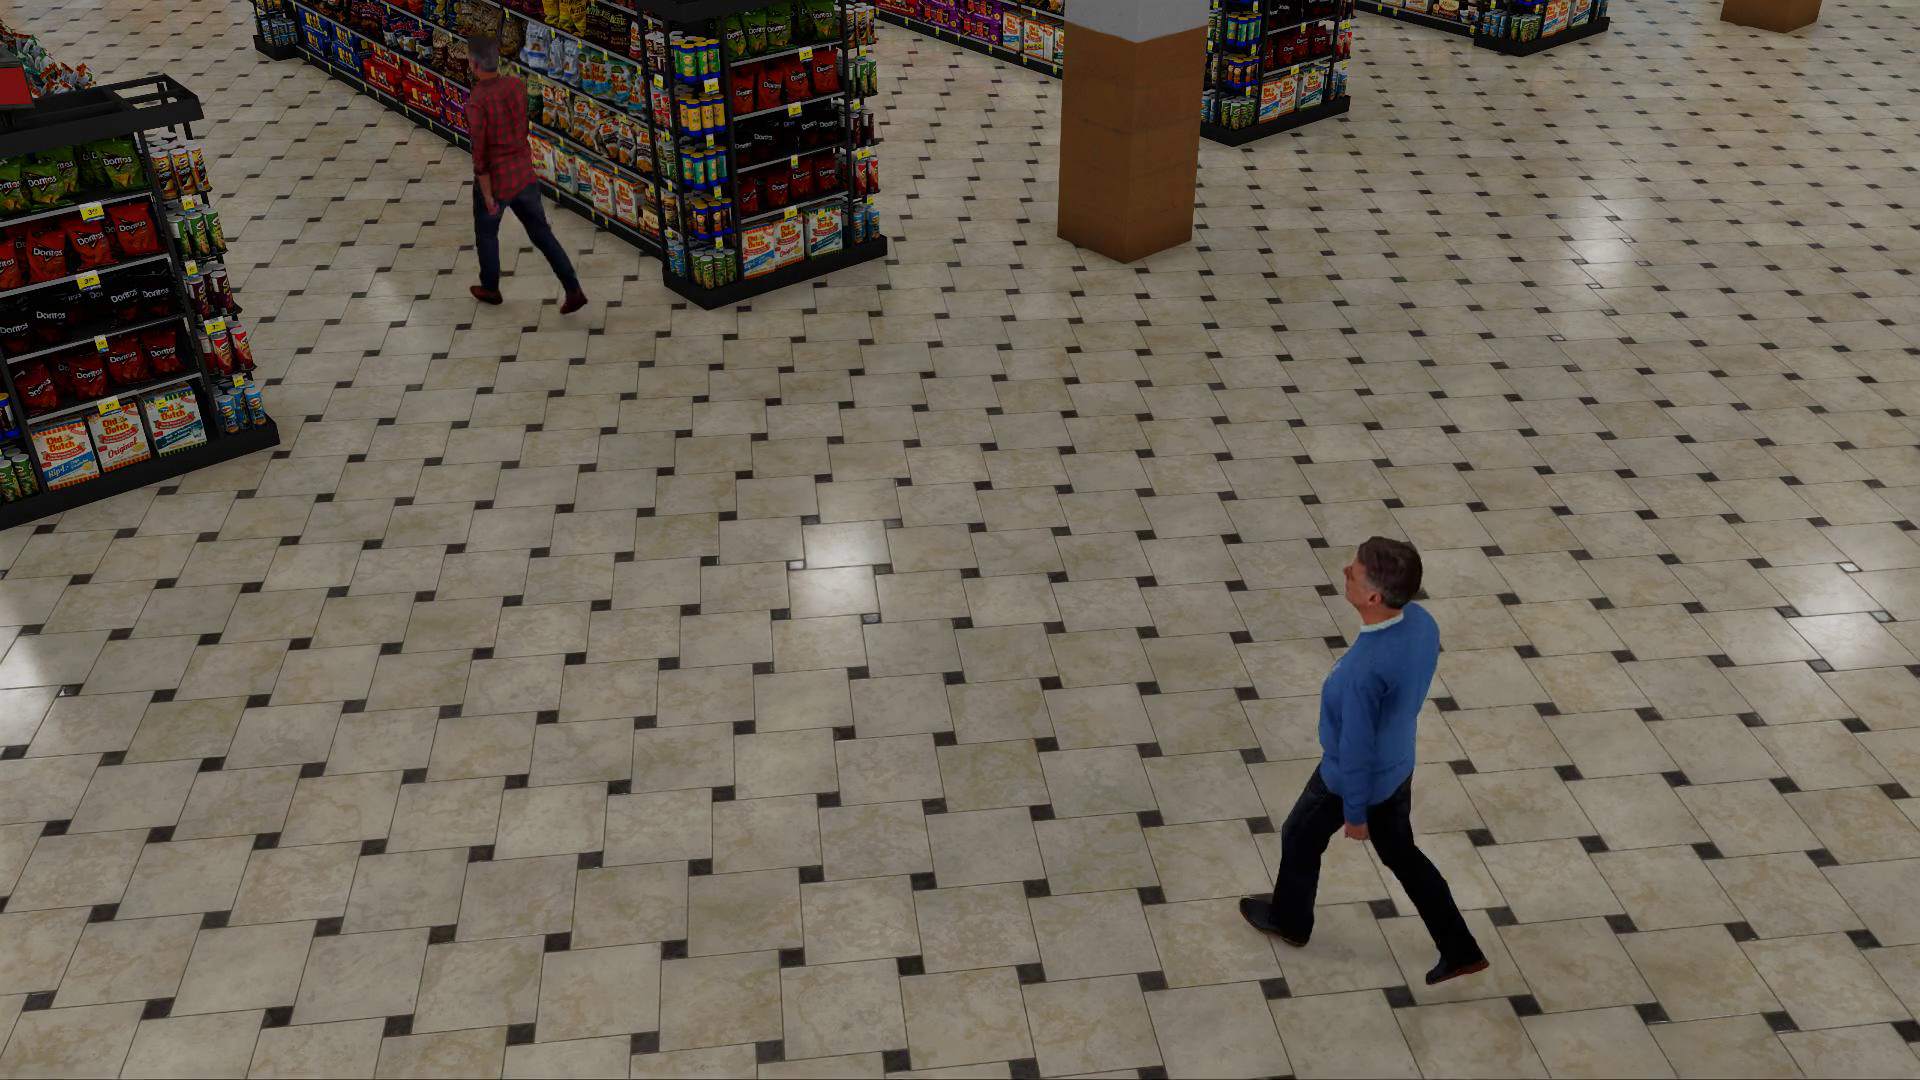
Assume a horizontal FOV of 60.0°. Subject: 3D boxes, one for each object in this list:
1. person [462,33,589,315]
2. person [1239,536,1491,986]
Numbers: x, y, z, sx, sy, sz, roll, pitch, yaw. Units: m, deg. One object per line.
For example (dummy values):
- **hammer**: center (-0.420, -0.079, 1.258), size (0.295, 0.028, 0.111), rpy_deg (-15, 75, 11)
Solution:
- **person**: center (-2.798, -2.258, 10.555), size (1.281, 1.787, 0.862), rpy_deg (23, 38, 32)
- **person**: center (1.466, 0.800, 5.642), size (1.176, 1.787, 0.766), rpy_deg (25, 39, 34)
